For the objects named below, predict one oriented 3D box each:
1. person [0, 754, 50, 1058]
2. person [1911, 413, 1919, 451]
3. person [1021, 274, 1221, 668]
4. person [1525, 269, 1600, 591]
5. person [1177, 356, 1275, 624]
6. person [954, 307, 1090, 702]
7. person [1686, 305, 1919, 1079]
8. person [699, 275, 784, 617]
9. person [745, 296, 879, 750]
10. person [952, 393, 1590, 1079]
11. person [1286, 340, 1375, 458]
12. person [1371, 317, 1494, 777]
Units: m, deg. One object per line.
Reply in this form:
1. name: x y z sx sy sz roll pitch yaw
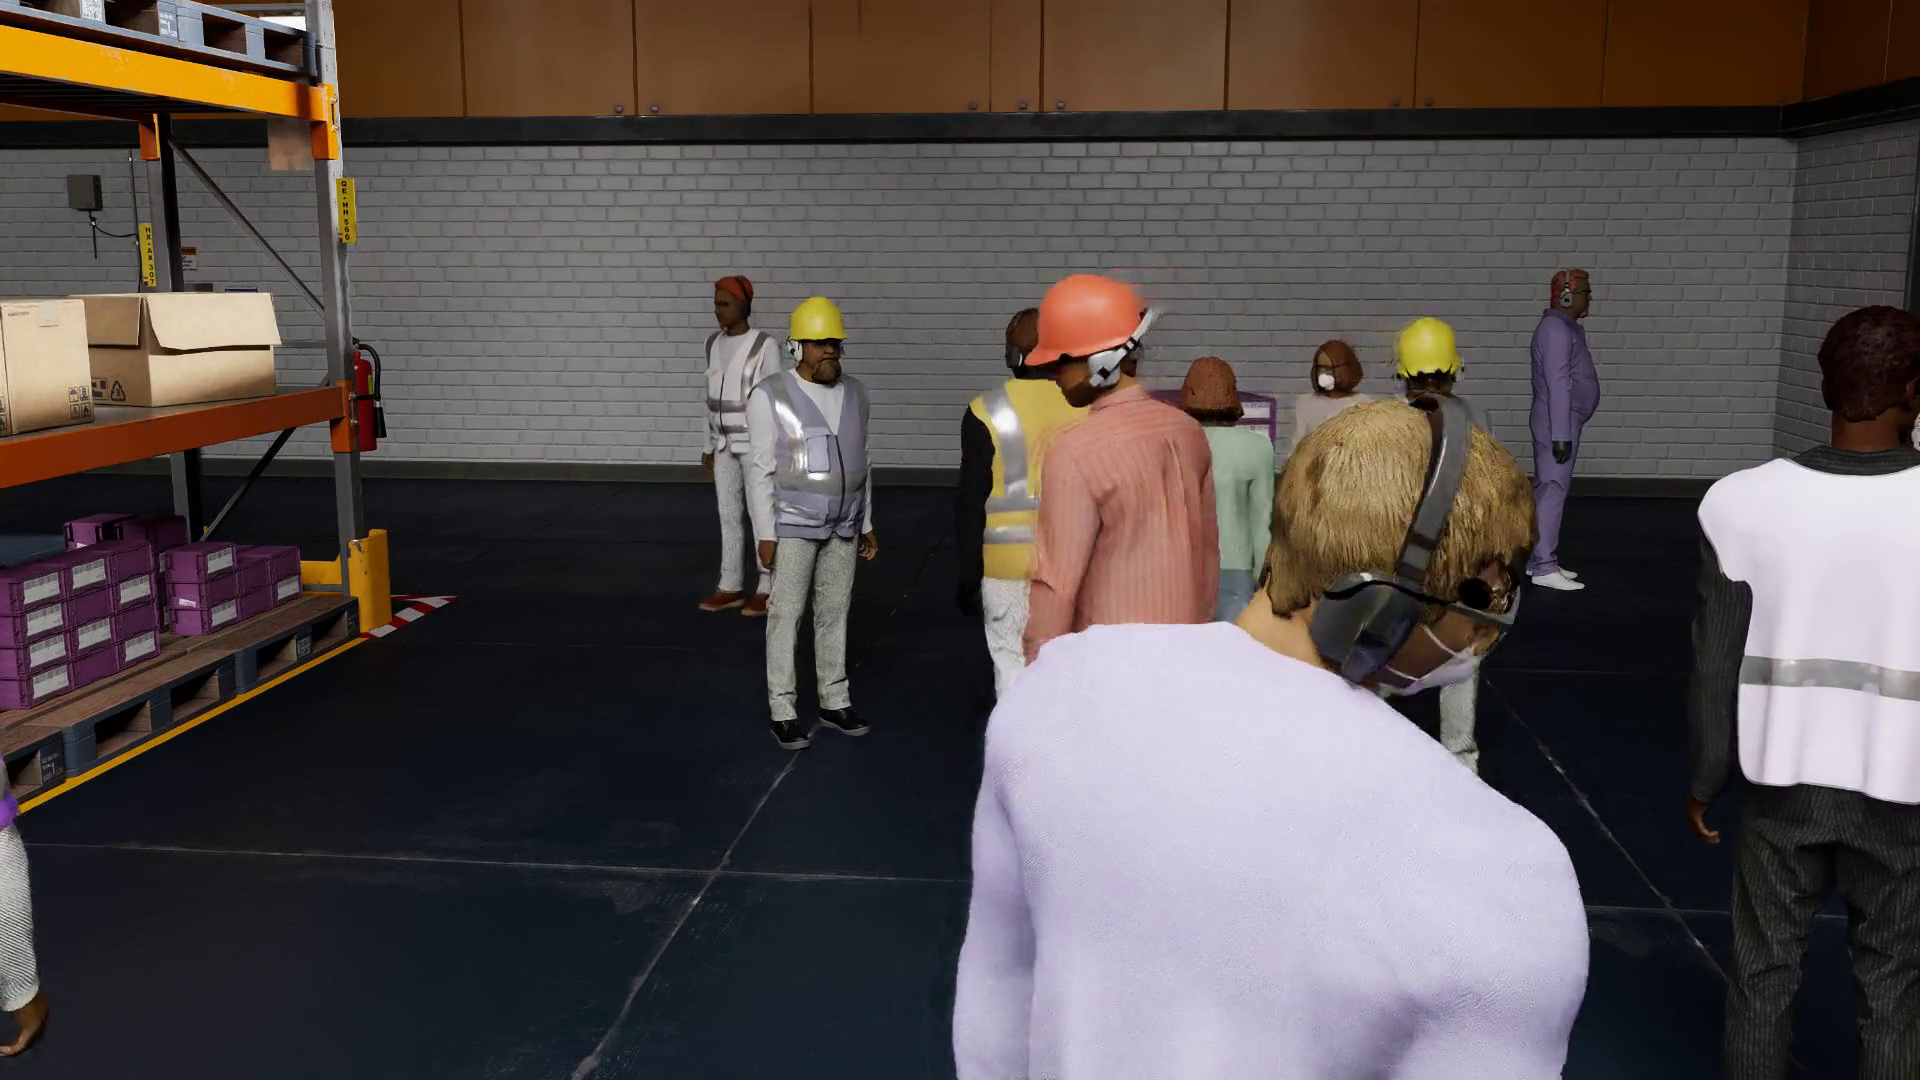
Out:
1. person: -1.607 0.695 2.305 0.559 1.891 1.007 -4 11 -23
2. person: 2.889 0.241 4.431 0.686 2.000 0.535 0 10 -1
3. person: 0.389 0.328 4.187 0.454 1.959 0.895 7 12 36
4. person: 3.619 -0.664 10.001 0.407 1.908 0.642 3 10 15
5. person: 0.932 0.122 6.310 0.497 1.626 0.288 1 10 5
6. person: 0.307 0.094 5.893 0.648 1.824 0.545 -4 11 -22
7. person: 1.761 0.497 3.332 0.587 1.914 0.391 6 12 31
8. person: -1.215 -0.517 9.223 0.583 1.882 0.338 7 12 37
9. person: -0.584 -0.073 6.823 0.587 1.835 0.404 -8 13 -37
10. person: 0.264 0.802 1.659 0.705 1.897 0.411 8 13 38
11. person: 1.882 -0.207 8.308 0.893 1.579 0.485 -8 13 -40
12. person: 1.654 0.075 6.087 0.620 1.795 0.691 -2 10 -14
